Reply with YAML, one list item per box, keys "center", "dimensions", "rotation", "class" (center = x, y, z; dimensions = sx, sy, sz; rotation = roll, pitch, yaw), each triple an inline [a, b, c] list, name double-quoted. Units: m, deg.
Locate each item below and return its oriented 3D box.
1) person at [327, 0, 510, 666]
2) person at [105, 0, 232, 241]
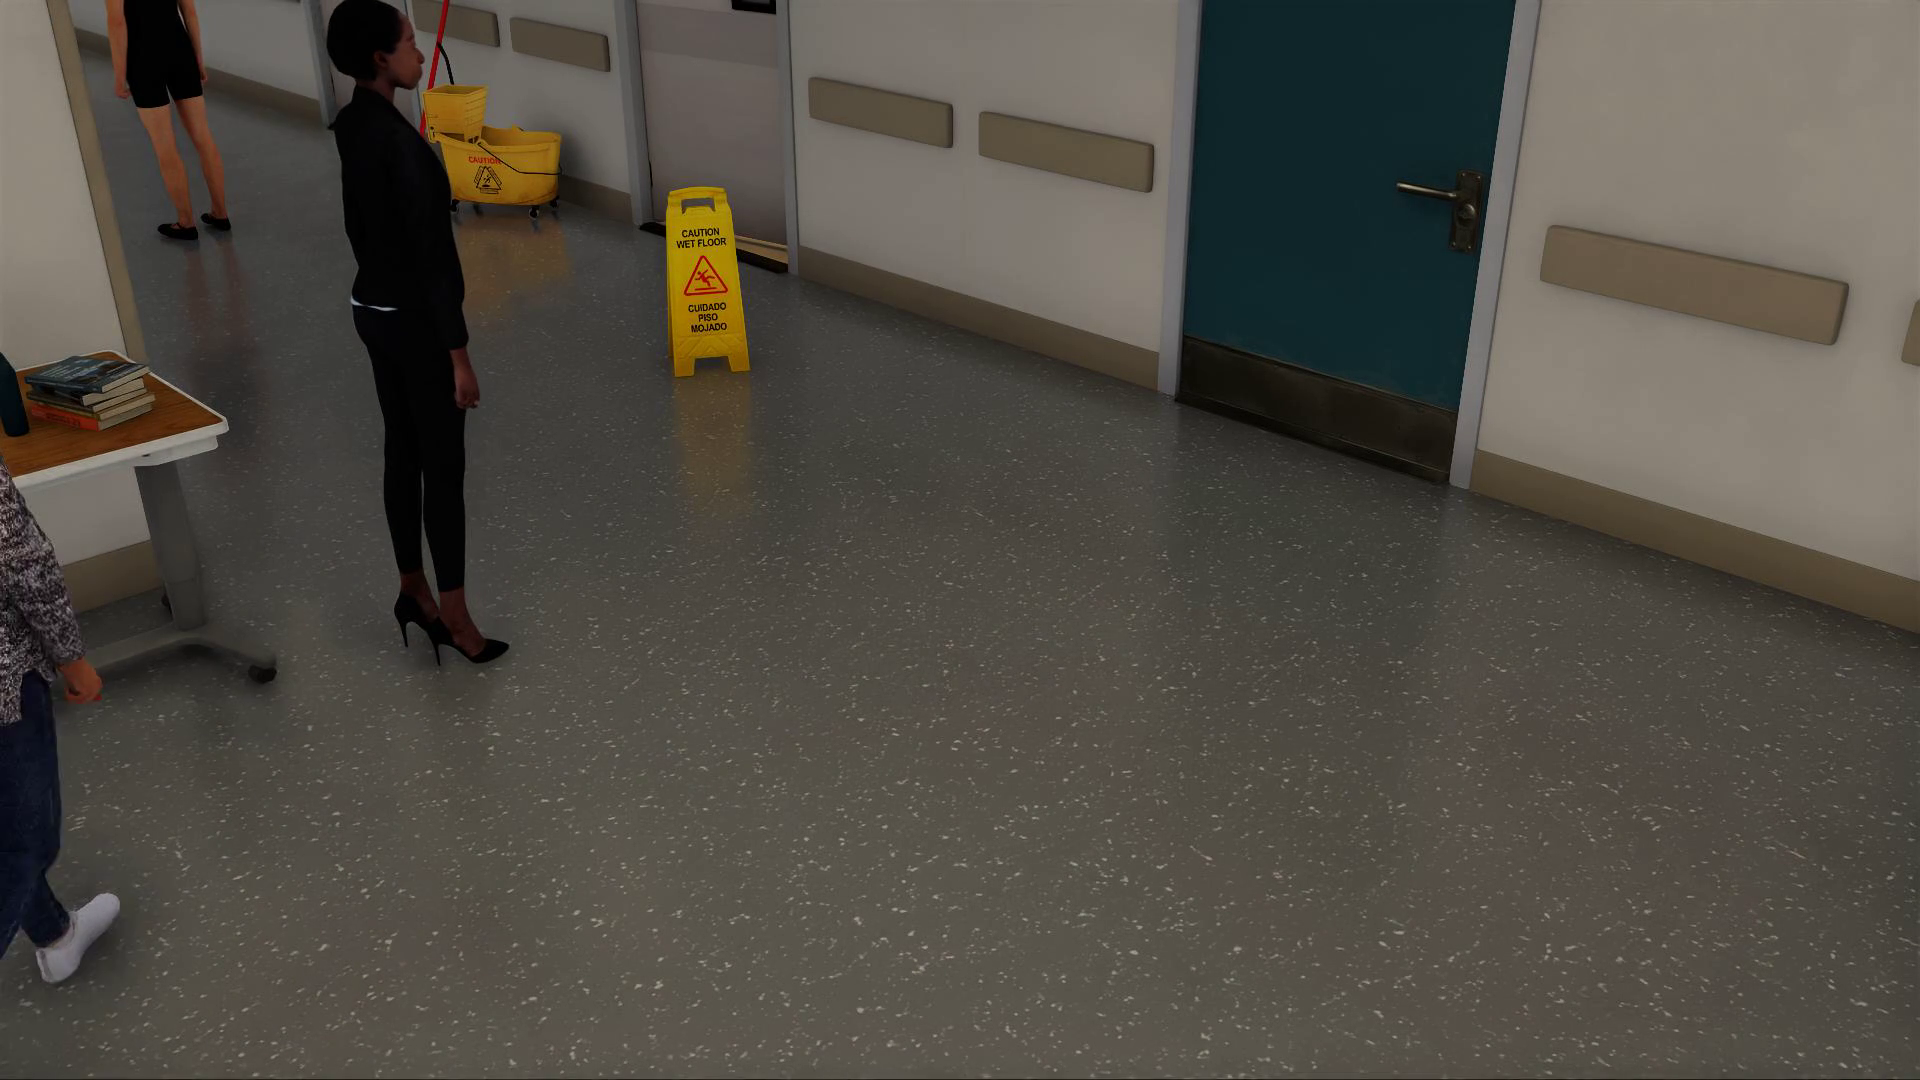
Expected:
- center: [-1.492, -0.526, 4.534]
  dimensions: [0.678, 1.836, 0.473]
  rotation: [-21, 33, -37]
  class: "person"
- center: [-4.141, -2.484, 8.620]
  dimensions: [0.579, 1.814, 0.697]
  rotation: [15, 30, 29]
  class: "person"
